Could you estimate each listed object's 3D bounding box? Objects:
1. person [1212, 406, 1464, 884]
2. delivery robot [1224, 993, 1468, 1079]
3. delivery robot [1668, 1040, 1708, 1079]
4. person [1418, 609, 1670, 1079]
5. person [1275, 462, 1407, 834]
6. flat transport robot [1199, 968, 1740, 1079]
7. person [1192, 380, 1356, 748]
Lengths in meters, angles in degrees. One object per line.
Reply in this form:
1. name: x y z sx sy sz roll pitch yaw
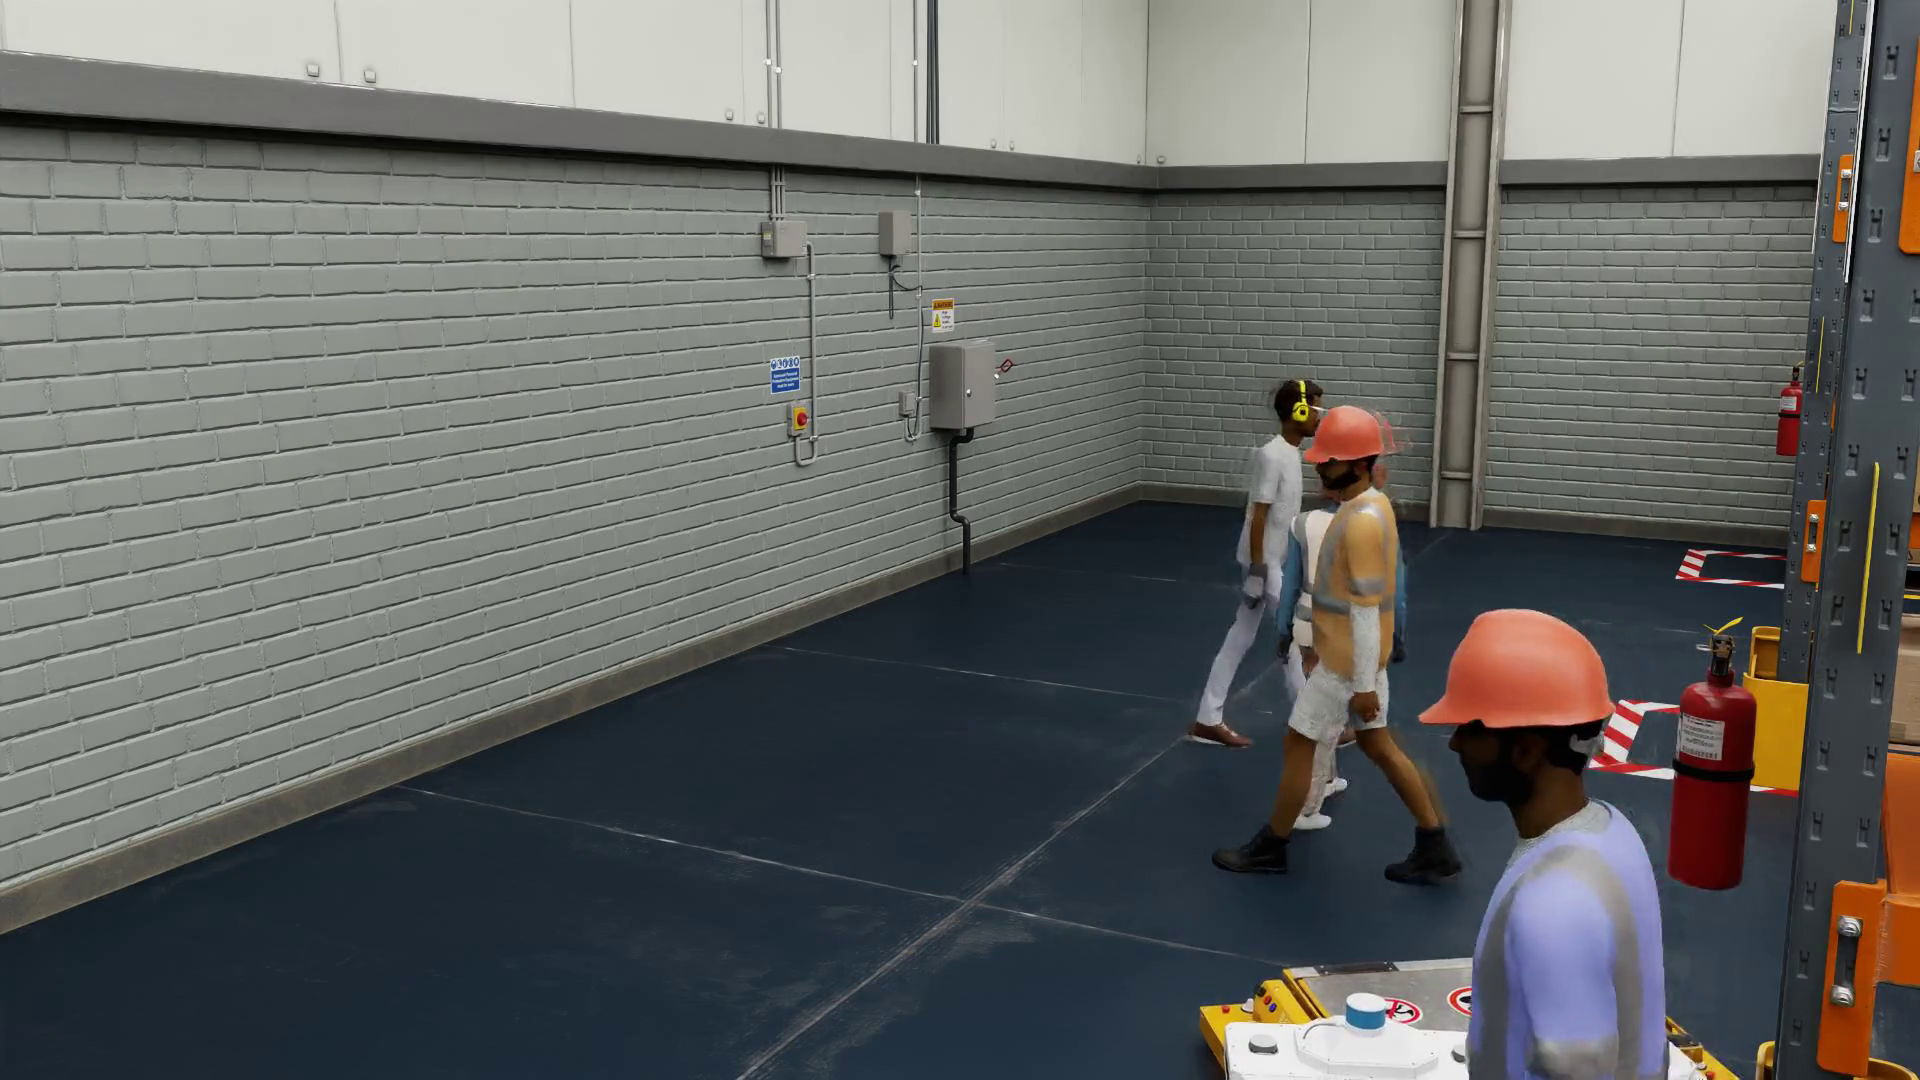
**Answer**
1. person: 1.510 0.420 6.397 0.962 1.890 0.550 4 11 20
2. delivery robot: 1.041 1.419 4.307 0.707 0.478 0.477 1 10 6
3. delivery robot: 1.712 1.424 4.274 0.477 0.478 0.707 -1 10 -7
4. person: 0.955 1.068 2.769 0.476 1.911 0.605 5 12 26
5. person: 1.646 0.423 7.119 0.525 1.602 0.771 10 14 42
6. flat transport robot: 1.499 1.485 4.977 1.431 0.197 0.652 -1 10 -7
7. person: 1.570 0.136 8.108 0.888 1.813 0.542 2 11 11
